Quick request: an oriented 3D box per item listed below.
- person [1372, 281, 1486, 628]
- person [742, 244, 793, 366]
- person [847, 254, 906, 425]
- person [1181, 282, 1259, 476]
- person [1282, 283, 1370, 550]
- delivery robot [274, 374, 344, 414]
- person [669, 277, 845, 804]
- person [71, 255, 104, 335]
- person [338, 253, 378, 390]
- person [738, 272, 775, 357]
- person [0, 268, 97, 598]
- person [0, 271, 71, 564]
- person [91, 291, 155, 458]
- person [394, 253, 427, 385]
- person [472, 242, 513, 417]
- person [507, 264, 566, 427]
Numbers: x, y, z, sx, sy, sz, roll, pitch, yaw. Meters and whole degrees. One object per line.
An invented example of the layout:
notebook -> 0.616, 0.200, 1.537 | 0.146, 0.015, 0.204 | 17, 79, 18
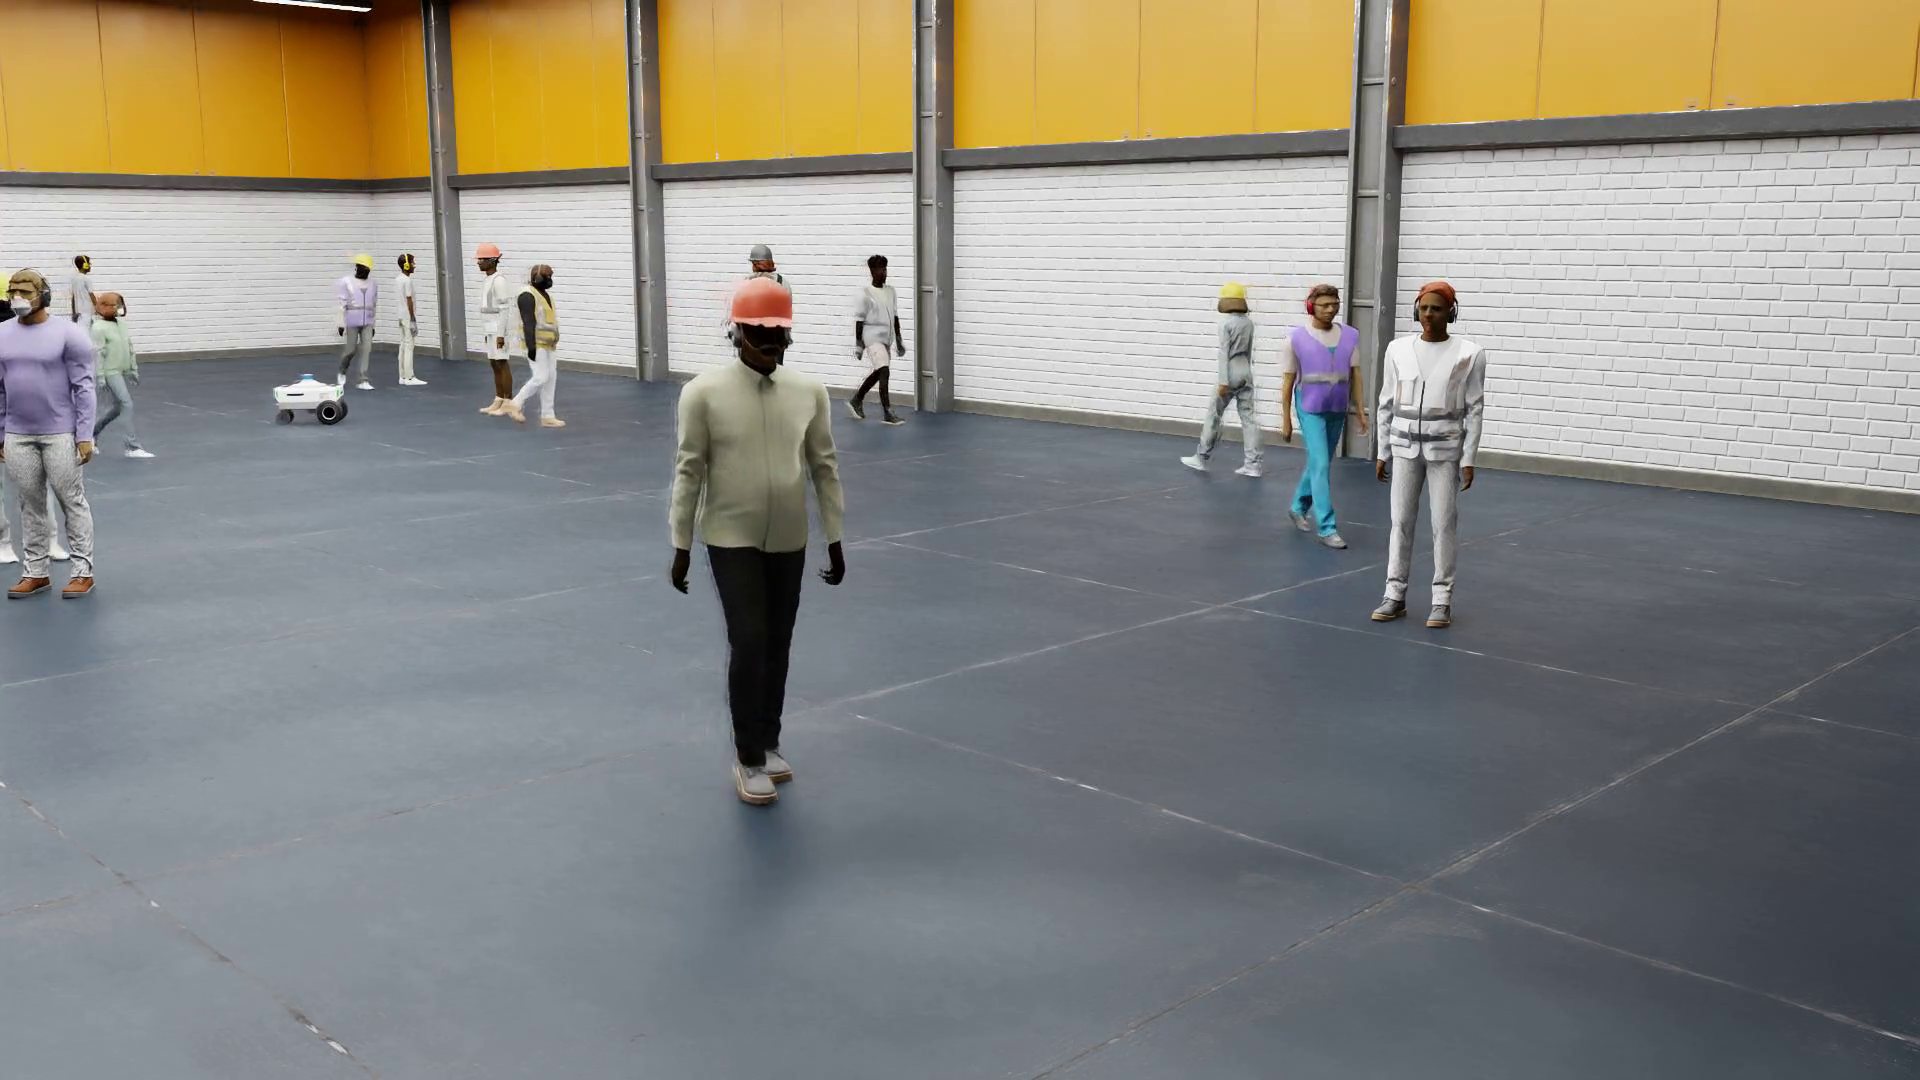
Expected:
person -> 2.553, -0.464, 9.104 | 0.574, 1.883, 0.356 | 6, 12, 31
person -> -2.224, -2.270, 18.524 | 0.537, 2.000, 0.682 | 8, 13, 38
person -> -0.981, -2.299, 18.999 | 0.951, 1.930, 0.607 | 8, 13, 36
person -> 2.371, -1.442, 14.902 | 0.509, 1.706, 0.851 | -9, 14, -40
person -> 2.509, -0.893, 11.647 | 0.566, 1.810, 0.936 | -4, 11, -21
delivery robot -> -7.386, -1.639, 18.879 | 0.707, 0.478, 0.477 | -2, 11, -12
person -> -0.728, 0.006, 6.295 | 0.661, 1.967, 0.701 | -6, 12, -30
person -> -13.901, -3.595, 26.370 | 0.520, 1.821, 0.958 | 9, 14, 40
person -> -8.374, -3.034, 23.075 | 0.746, 1.886, 0.630 | 10, 14, 42
person -> -1.766, -1.343, 14.058 | 0.668, 1.830, 0.536 | 2, 11, 10
person -> -5.396, -0.613, 9.789 | 0.635, 1.937, 0.374 | 0, 10, 1
person -> -6.136, -0.771, 10.725 | 0.673, 1.899, 0.615 | 9, 14, 40
person -> -8.180, -1.590, 16.020 | 0.751, 1.610, 0.508 | 1, 10, 5
person -> -7.902, -3.154, 23.805 | 0.342, 1.869, 0.572 | -8, 13, -38
person -> -5.501, -2.472, 19.615 | 0.396, 2.044, 0.609 | -6, 12, -31
person -> -4.707, -2.152, 18.479 | 0.530, 1.820, 0.636 | 2, 11, 13
